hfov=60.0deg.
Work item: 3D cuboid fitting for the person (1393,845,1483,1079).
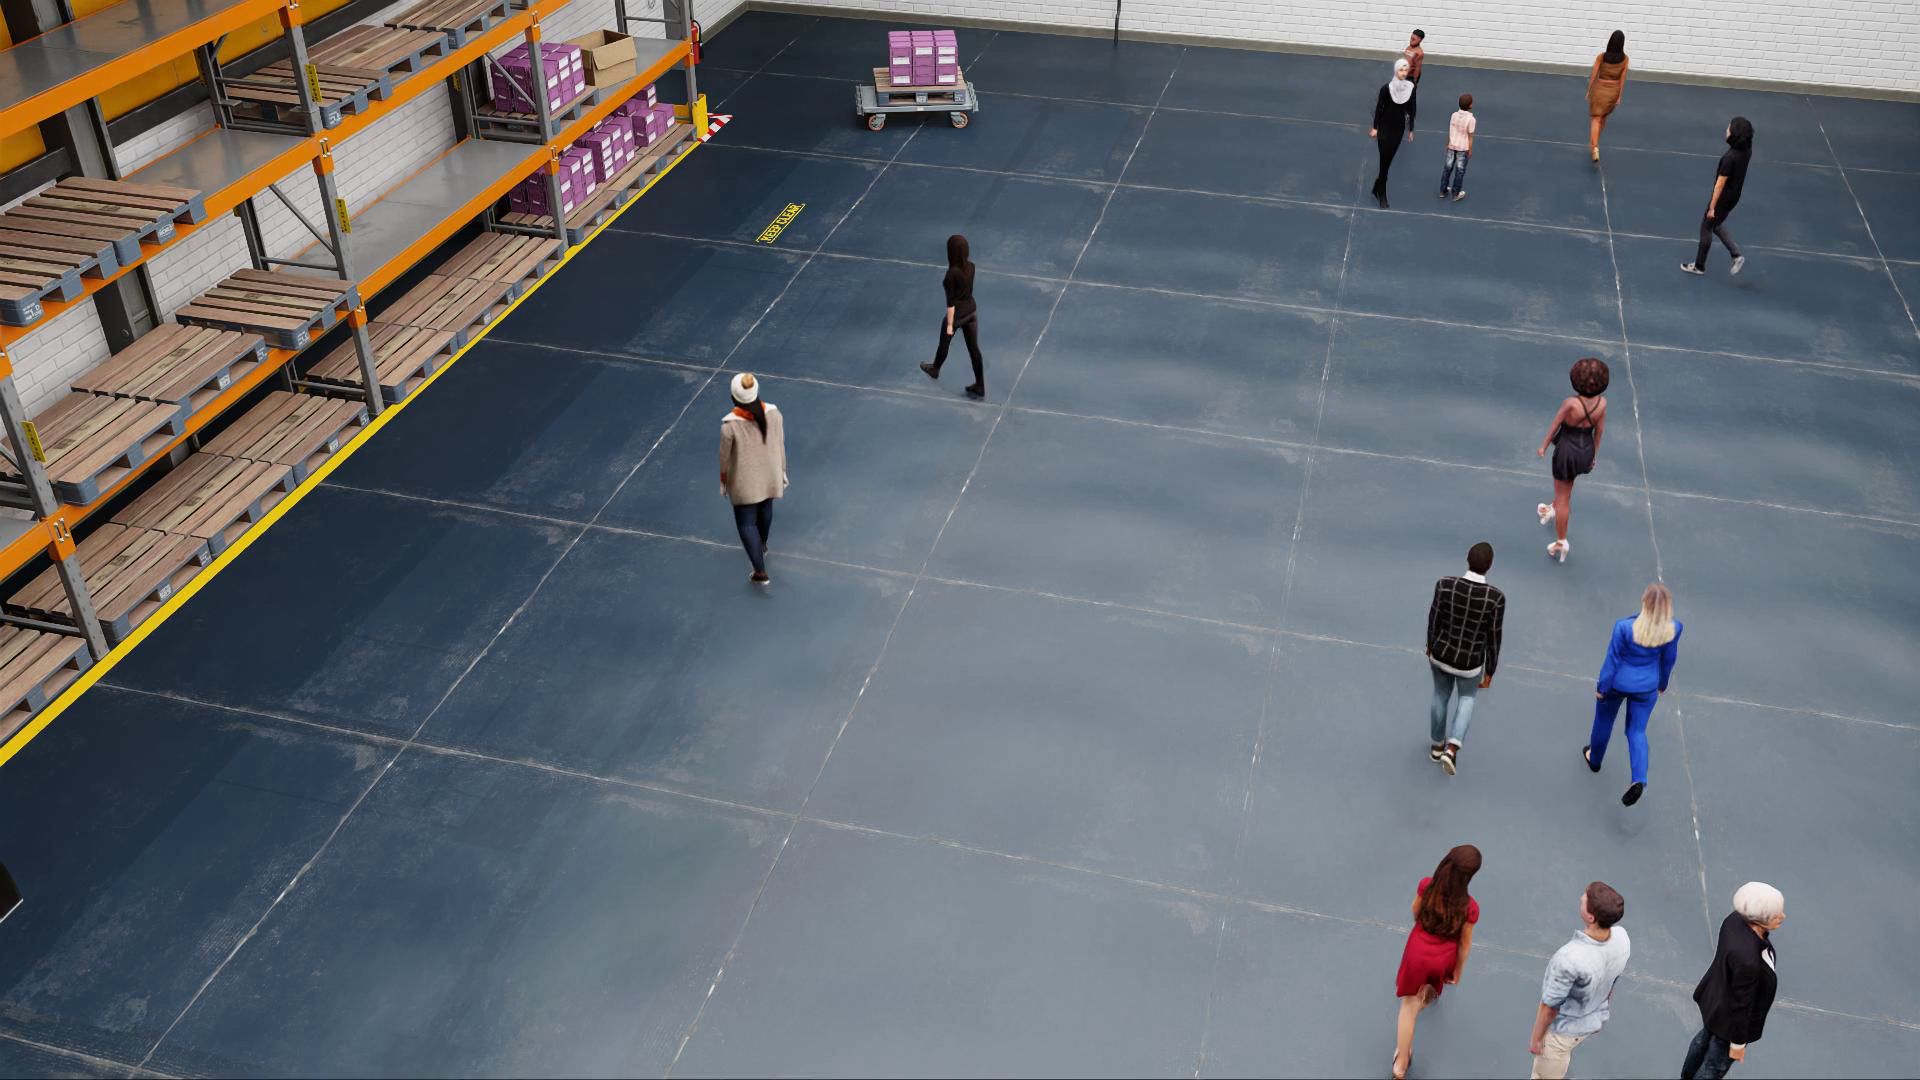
[{"bbox_3d":[2.626,2.378,9.355,0.667,1.504,1.094,16,37,23],"label":"person"}]

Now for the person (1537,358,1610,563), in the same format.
[{"bbox_3d":[5.047,-0.613,13.623,0.820,1.761,1.037,-7,34,-10],"label":"person"}]

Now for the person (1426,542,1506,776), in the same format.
[{"bbox_3d":[3.380,0.855,11.378,0.744,1.801,0.906,15,37,22],"label":"person"}]

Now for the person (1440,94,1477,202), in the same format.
[{"bbox_3d":[6.105,-4.817,20.359,0.607,1.306,0.569,-27,42,-35],"label":"person"}]

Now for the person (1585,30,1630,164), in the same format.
[{"bbox_3d":[8.246,-5.635,21.272,0.646,1.657,1.071,4,34,7],"label":"person"}]

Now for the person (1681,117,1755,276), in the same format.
[{"bbox_3d":[8.462,-3.731,18.261,0.962,1.819,0.998,-23,40,-30],"label":"person"}]

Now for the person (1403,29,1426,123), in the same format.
[{"bbox_3d":[6.177,-6.358,22.723,0.653,1.255,0.563,-10,35,-15],"label":"person"}]

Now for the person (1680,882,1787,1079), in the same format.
[{"bbox_3d":[4.079,2.461,8.696,0.726,1.772,0.639,12,35,17],"label":"person"}]

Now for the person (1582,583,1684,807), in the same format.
[{"bbox_3d":[4.537,1.048,11.198,0.775,1.679,1.069,1,34,1],"label":"person"}]

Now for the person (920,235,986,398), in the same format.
[{"bbox_3d":[0.074,-2.121,16.038,1.067,1.600,0.997,-29,43,-36],"label":"person"}]

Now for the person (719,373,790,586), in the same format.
[{"bbox_3d":[-1.644,-0.487,13.344,1.114,1.860,1.188,-17,37,-23],"label":"person"}]

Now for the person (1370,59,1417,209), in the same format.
[{"bbox_3d":[5.201,-4.980,20.196,0.825,1.758,0.973,-4,34,-7],"label":"person"}]

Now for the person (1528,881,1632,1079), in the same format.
[{"bbox_3d":[3.284,2.596,8.746,1.112,1.816,1.128,-20,39,-27],"label":"person"}]
